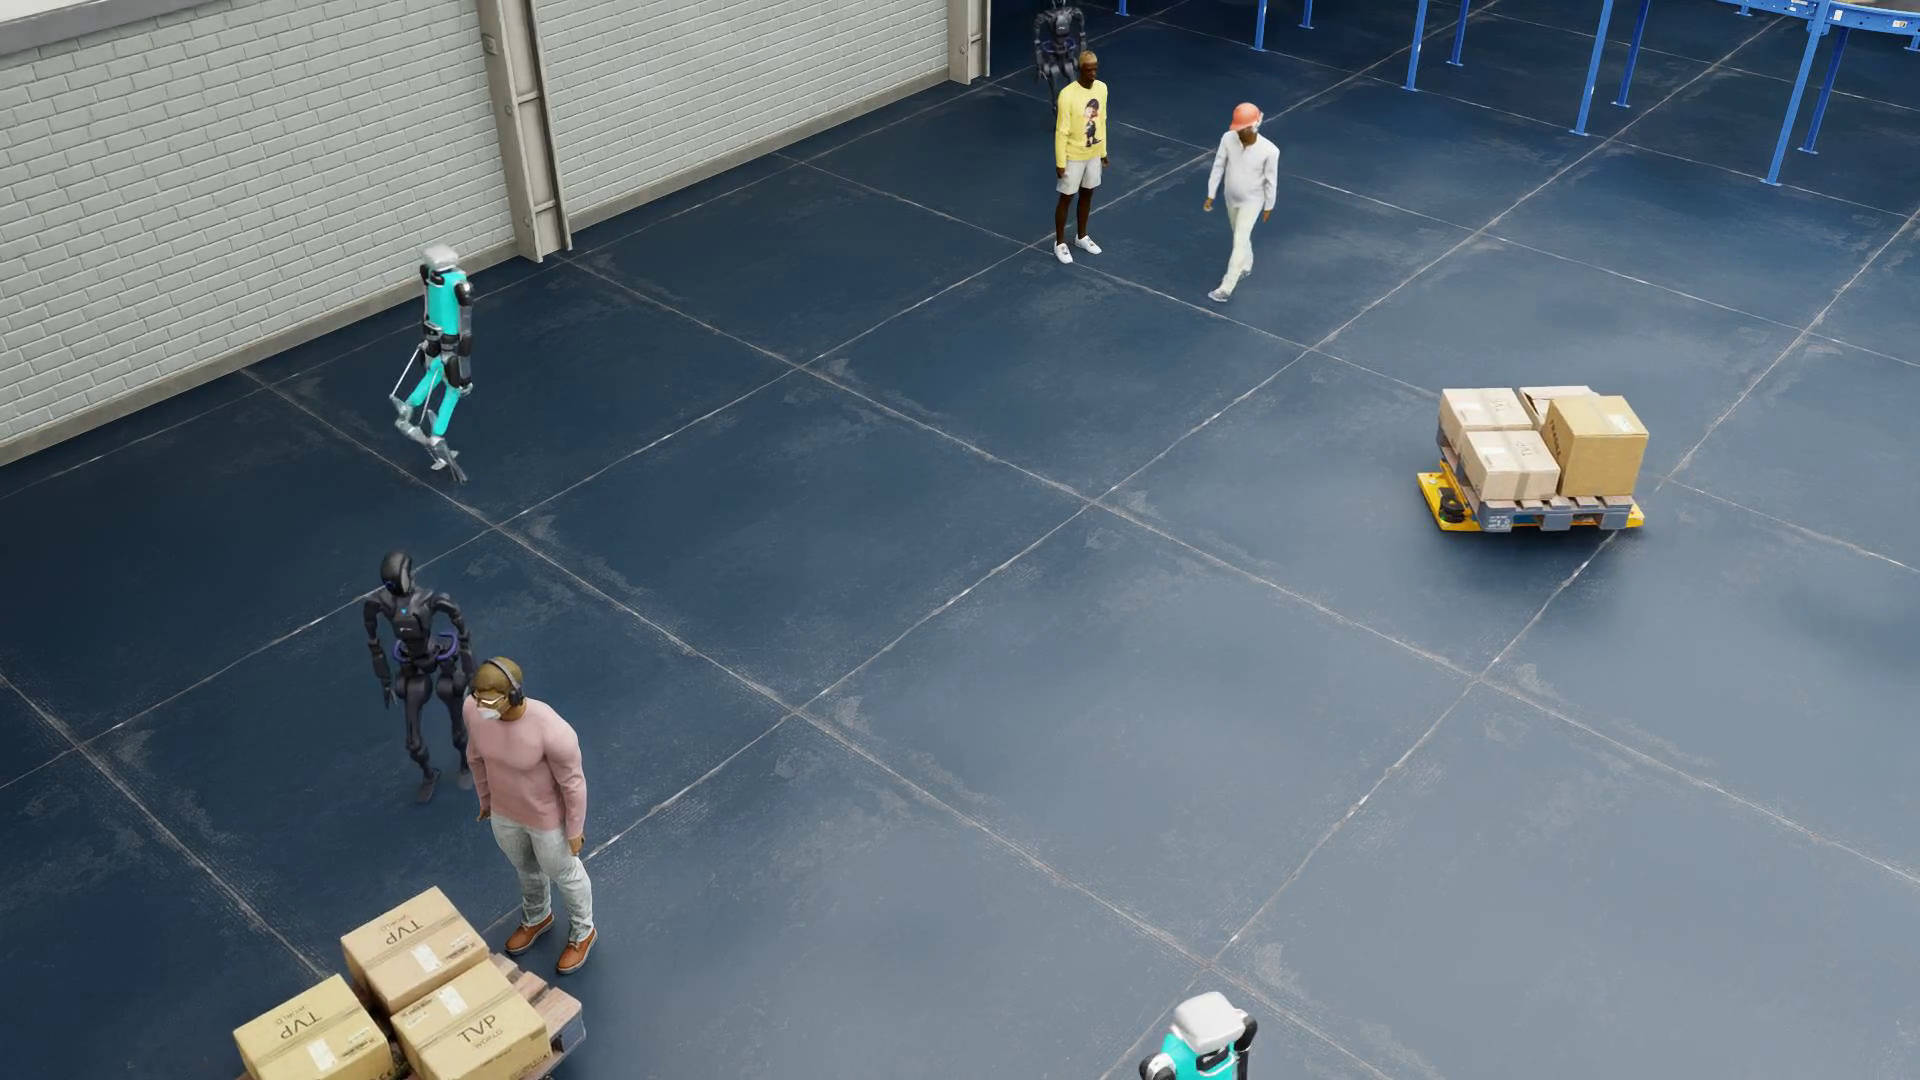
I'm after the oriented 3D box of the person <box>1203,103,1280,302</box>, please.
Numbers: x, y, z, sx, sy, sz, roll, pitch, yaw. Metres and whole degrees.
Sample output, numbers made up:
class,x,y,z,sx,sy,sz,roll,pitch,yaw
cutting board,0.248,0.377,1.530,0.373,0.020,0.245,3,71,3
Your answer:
class,x,y,z,sx,sy,sz,roll,pitch,yaw
person,2.374,-2.904,14.240,0.544,1.692,0.889,29,45,35

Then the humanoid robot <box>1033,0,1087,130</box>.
class,x,y,z,sx,sy,sz,roll,pitch,yaw
humanoid robot,1.038,-4.931,17.106,0.614,1.629,0.444,-7,36,-9

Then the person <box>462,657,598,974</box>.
class,x,y,z,sx,sy,sz,roll,pitch,yaw
person,-2.088,1.323,8.091,0.634,1.937,0.355,15,38,20

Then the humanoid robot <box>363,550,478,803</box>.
class,x,y,z,sx,sy,sz,roll,pitch,yaw
humanoid robot,-2.900,0.745,9.128,0.594,1.653,0.361,-2,35,-3

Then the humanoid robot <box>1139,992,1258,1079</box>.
class,x,y,z,sx,sy,sz,roll,pitch,yaw
humanoid robot,1.050,2.583,6.499,0.545,1.781,0.779,-22,41,-28

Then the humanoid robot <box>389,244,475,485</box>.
class,x,y,z,sx,sy,sz,roll,pitch,yaw
humanoid robot,-3.756,-1.138,11.767,0.541,1.827,0.813,29,44,34

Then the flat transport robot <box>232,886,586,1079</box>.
class,x,y,z,sx,sy,sz,roll,pitch,yaw
flat transport robot,-2.542,2.556,7.799,1.431,0.231,0.659,21,41,27

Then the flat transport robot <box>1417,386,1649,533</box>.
class,x,y,z,sx,sy,sz,roll,pitch,yaw
flat transport robot,4.057,-0.329,11.850,1.431,0.231,0.659,-1,35,-2

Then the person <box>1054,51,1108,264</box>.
class,x,y,z,sx,sy,sz,roll,pitch,yaw
person,1.073,-3.415,14.779,0.551,1.898,0.360,-21,41,-27
